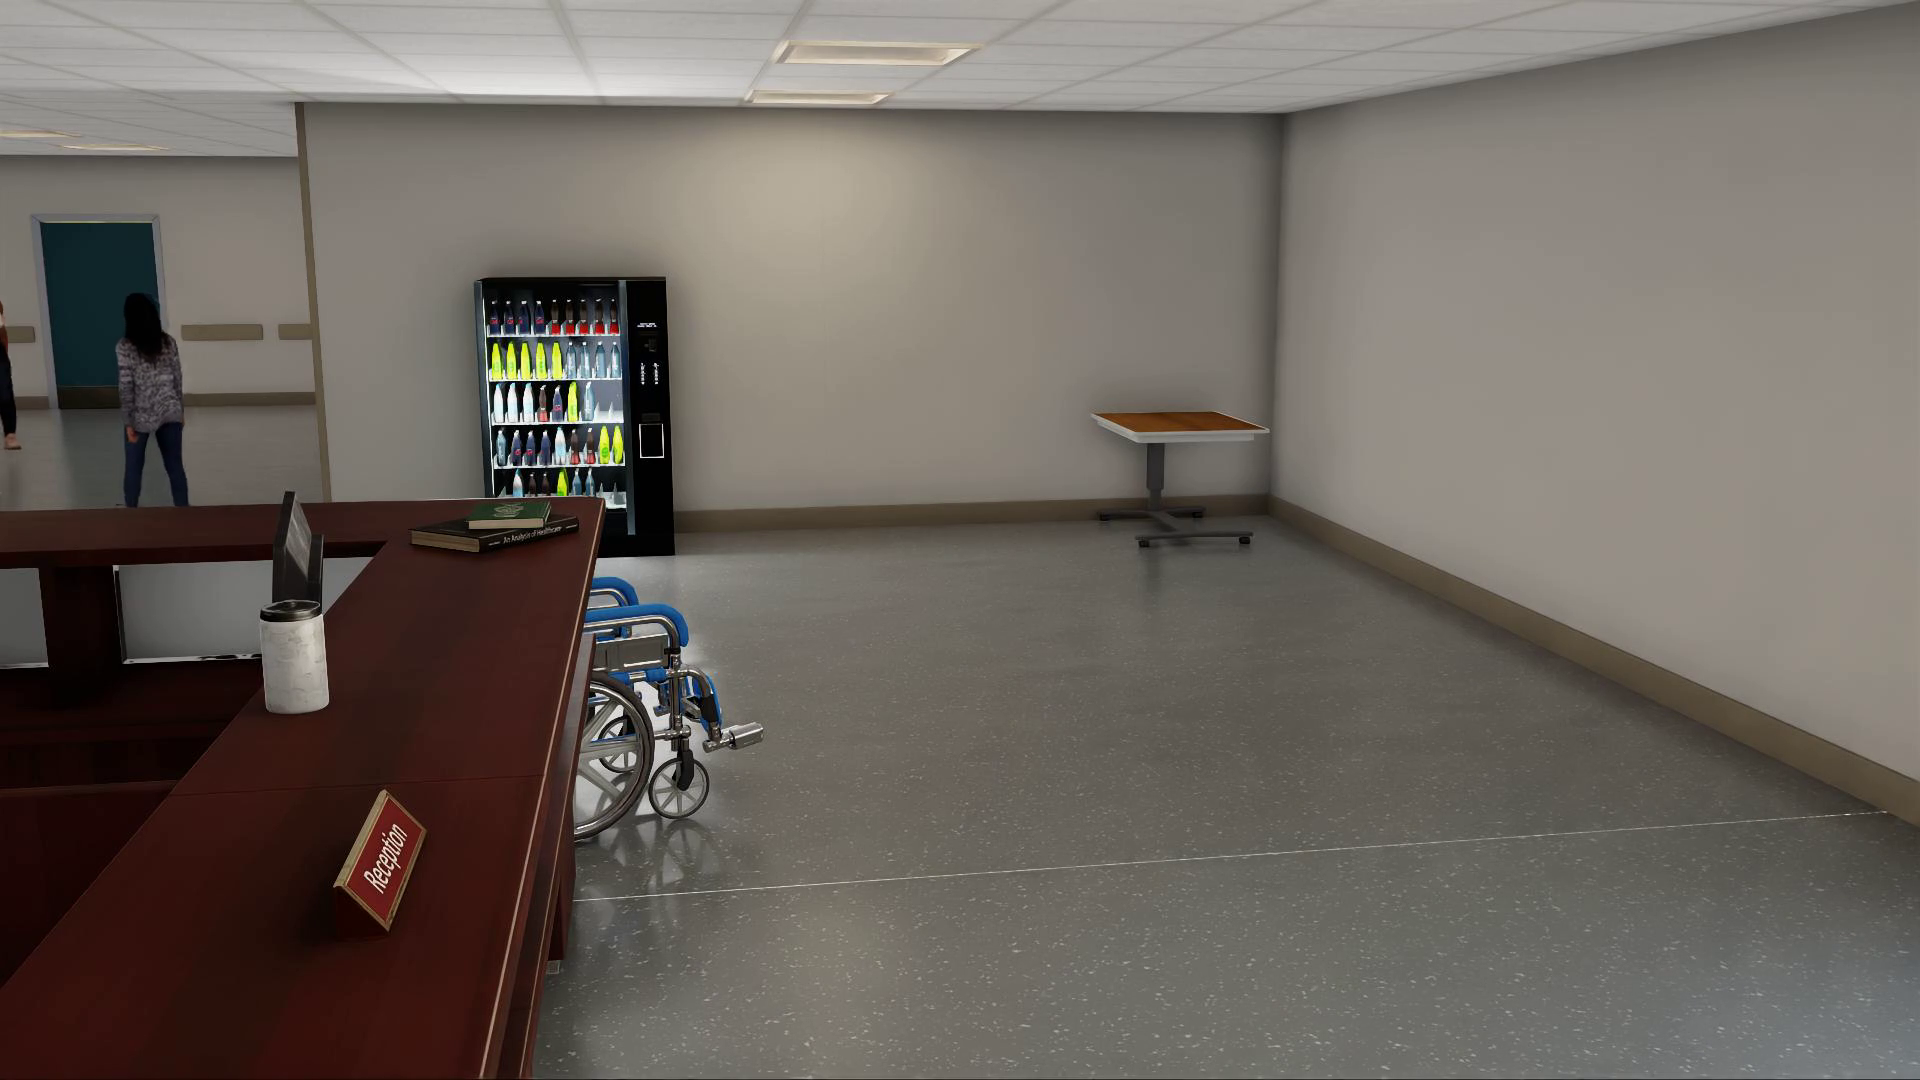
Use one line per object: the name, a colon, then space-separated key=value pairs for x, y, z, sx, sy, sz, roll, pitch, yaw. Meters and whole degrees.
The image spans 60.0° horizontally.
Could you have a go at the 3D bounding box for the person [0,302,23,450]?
person: x=-9.521 y=-1.732 z=16.112 sx=1.083 sy=1.769 sz=1.082 roll=8 pitch=13 yaw=36

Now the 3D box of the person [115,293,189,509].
person: x=-5.548 y=-0.821 z=11.527 sx=1.156 sy=1.687 sz=1.116 roll=-10 pitch=15 yaw=-44
